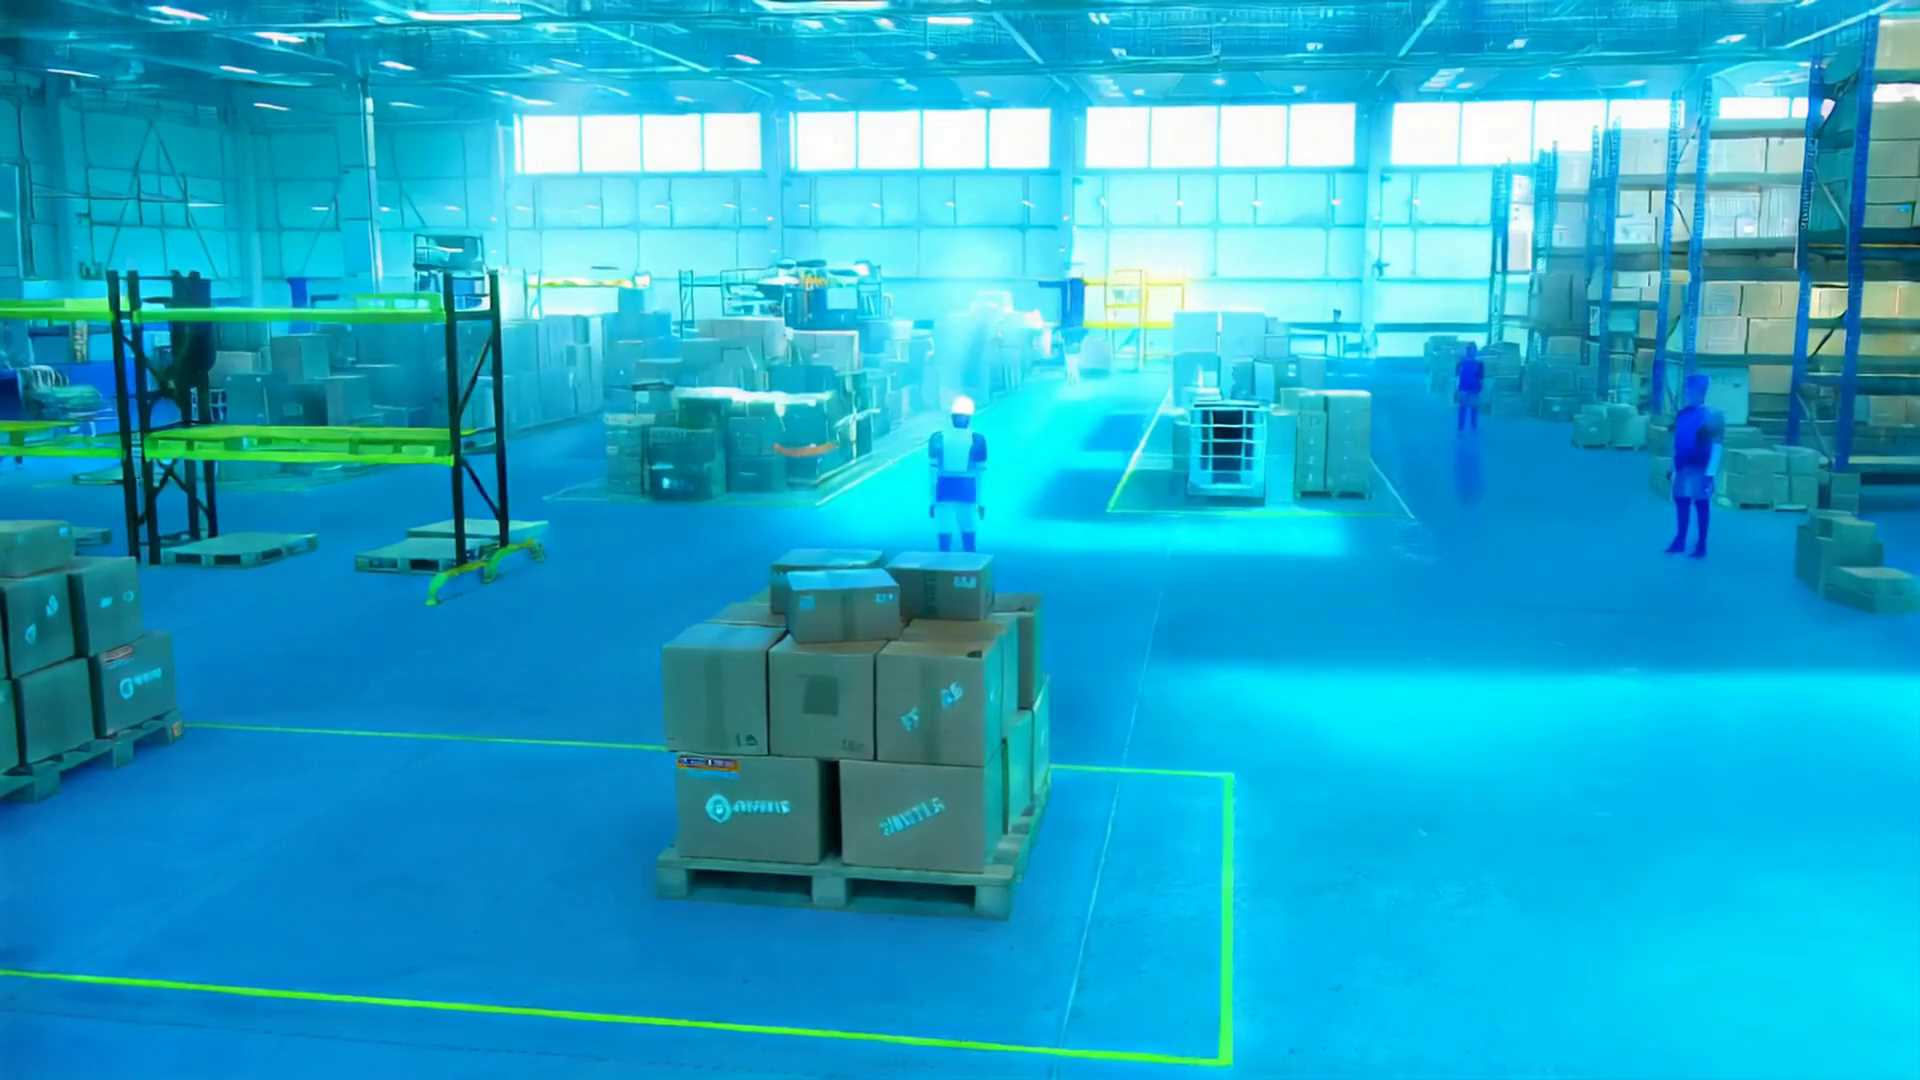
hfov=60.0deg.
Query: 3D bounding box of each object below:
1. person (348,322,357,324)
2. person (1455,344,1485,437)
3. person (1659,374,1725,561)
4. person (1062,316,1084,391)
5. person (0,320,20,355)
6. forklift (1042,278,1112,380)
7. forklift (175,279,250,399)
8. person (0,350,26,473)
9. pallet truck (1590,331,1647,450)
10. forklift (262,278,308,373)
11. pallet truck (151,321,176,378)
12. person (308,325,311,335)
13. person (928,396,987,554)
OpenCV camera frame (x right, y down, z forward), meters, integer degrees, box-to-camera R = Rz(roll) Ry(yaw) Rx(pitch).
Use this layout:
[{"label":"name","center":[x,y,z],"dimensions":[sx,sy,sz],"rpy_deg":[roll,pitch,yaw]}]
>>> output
[{"label":"person","center":[-15.063,-4.615,41.307],"dimensions":[0.624,1.931,0.366],"rpy_deg":[2,9,14]},{"label":"person","center":[9.319,-2.732,30.404],"dimensions":[0.532,1.696,0.319],"rpy_deg":[5,11,31]},{"label":"person","center":[7.684,-0.759,17.431],"dimensions":[0.372,1.959,0.603],"rpy_deg":[-4,10,-22]},{"label":"person","center":[2.858,-4.693,41.927],"dimensions":[0.589,1.891,0.914],"rpy_deg":[-1,9,-5]},{"label":"person","center":[-25.217,-5.067,44.246],"dimensions":[0.557,1.889,1.021],"rpy_deg":[6,11,32]},{"label":"forklift","center":[3.274,-5.883,46.198],"dimensions":[1.873,2.768,1.129],"rpy_deg":[1,9,9]},{"label":"forklift","center":[-18.009,-4.785,39.428],"dimensions":[1.129,2.768,1.873],"rpy_deg":[8,12,40]},{"label":"person","center":[-14.334,-1.929,24.997],"dimensions":[0.514,1.843,0.327],"rpy_deg":[-8,12,-39]},{"label":"pallet truck","center":[11.253,-2.573,28.499],"dimensions":[0.823,1.965,1.885],"rpy_deg":[5,10,27]},{"label":"forklift","center":[-17.134,-5.396,43.196],"dimensions":[1.873,2.768,1.129],"rpy_deg":[-3,10,-19]},{"label":"pallet truck","center":[-21.869,-5.598,47.154],"dimensions":[0.823,1.965,1.885],"rpy_deg":[4,10,26]},{"label":"person","center":[-17.310,-4.926,44.144],"dimensions":[0.533,1.624,0.495],"rpy_deg":[0,9,-1]},{"label":"person","center":[-0.026,-0.368,15.332],"dimensions":[0.549,1.880,0.717],"rpy_deg":[1,9,4]}]
